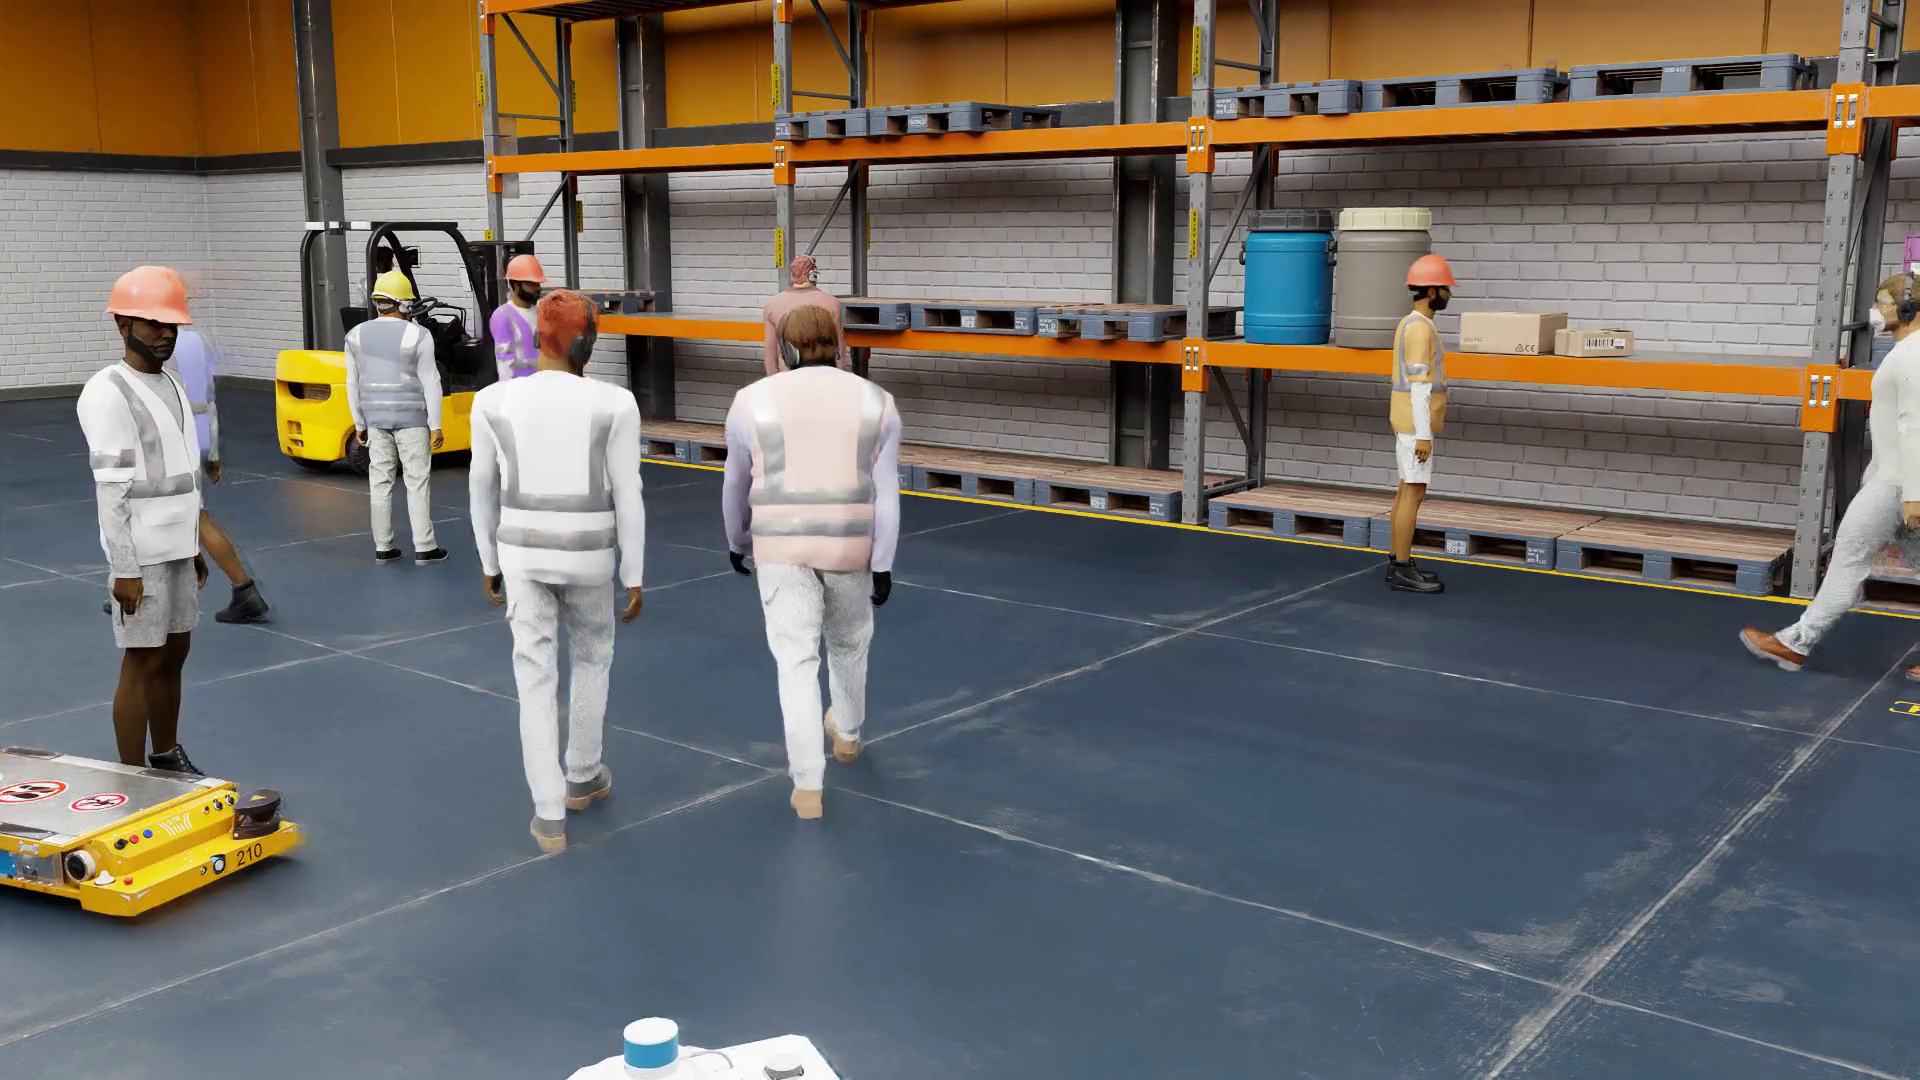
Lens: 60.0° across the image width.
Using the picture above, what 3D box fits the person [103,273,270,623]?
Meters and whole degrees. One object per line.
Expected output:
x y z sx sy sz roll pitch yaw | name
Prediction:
-4.127 -0.487 8.766 0.986 1.889 0.562 1 10 7 | person

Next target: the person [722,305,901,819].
-0.548 0.042 6.092 0.617 1.782 0.923 -2 11 -14 | person

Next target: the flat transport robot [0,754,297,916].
-2.967 0.920 5.435 1.431 0.197 0.652 4 11 22 | flat transport robot

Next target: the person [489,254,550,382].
-2.995 -1.008 11.536 0.398 1.921 0.552 5 11 26 | person

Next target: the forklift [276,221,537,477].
-4.922 -1.741 14.854 1.214 2.155 2.313 8 13 38 | forklift

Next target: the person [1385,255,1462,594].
2.671 -0.666 9.605 0.362 1.936 0.552 2 10 9 | person

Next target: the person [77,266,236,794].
-2.773 0.025 5.786 0.369 1.933 0.551 0 10 0 | person

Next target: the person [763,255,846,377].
-1.200 -1.267 13.041 0.637 1.904 0.403 1 10 7 | person

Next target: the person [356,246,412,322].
-6.431 -2.311 18.659 0.614 1.956 0.385 -1 10 -3 | person

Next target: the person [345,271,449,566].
-3.497 -0.751 10.369 0.597 1.831 0.403 2 10 9 | person

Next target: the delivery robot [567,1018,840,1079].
-0.574 1.146 3.137 0.707 0.478 0.477 -5 11 -24 | delivery robot

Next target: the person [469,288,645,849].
-1.363 0.076 5.722 0.577 1.855 0.756 -1 10 -8 | person

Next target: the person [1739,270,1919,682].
4.240 -0.279 7.616 1.035 1.879 0.655 7 12 34 | person
